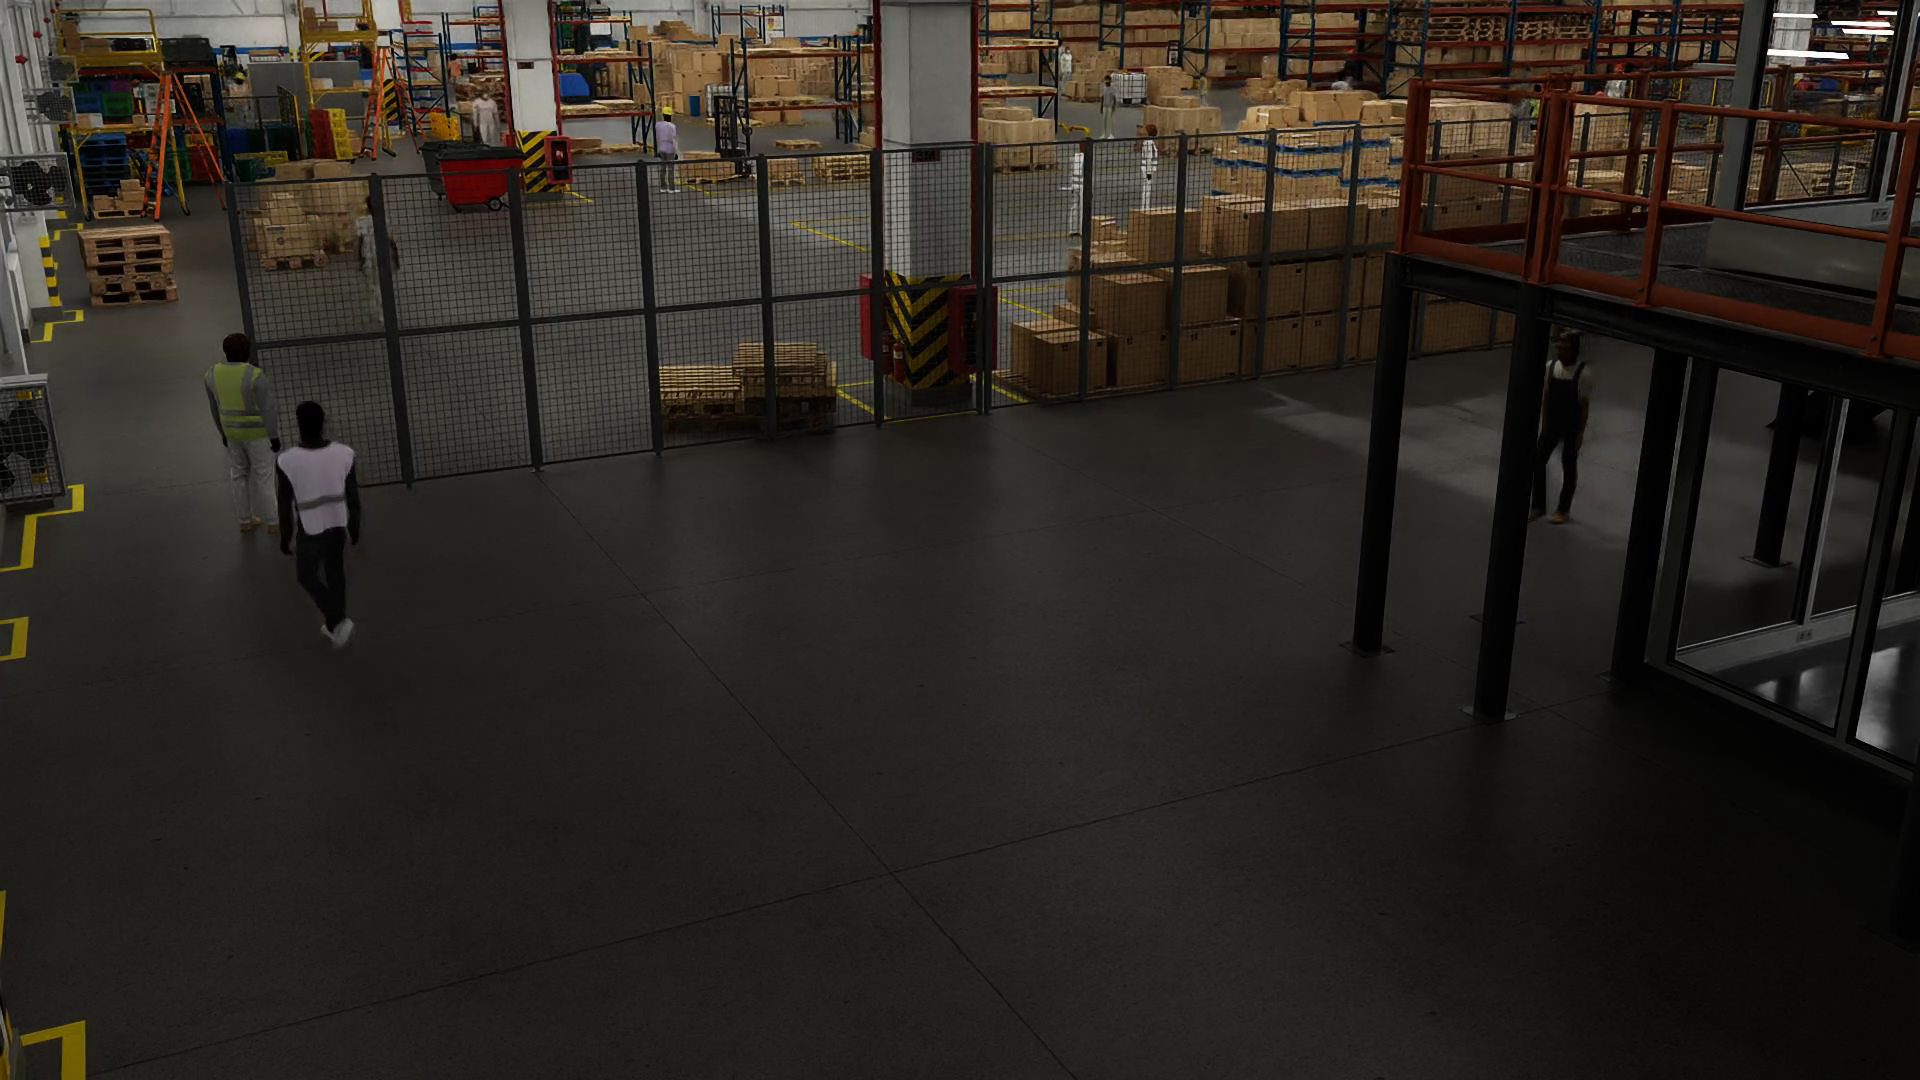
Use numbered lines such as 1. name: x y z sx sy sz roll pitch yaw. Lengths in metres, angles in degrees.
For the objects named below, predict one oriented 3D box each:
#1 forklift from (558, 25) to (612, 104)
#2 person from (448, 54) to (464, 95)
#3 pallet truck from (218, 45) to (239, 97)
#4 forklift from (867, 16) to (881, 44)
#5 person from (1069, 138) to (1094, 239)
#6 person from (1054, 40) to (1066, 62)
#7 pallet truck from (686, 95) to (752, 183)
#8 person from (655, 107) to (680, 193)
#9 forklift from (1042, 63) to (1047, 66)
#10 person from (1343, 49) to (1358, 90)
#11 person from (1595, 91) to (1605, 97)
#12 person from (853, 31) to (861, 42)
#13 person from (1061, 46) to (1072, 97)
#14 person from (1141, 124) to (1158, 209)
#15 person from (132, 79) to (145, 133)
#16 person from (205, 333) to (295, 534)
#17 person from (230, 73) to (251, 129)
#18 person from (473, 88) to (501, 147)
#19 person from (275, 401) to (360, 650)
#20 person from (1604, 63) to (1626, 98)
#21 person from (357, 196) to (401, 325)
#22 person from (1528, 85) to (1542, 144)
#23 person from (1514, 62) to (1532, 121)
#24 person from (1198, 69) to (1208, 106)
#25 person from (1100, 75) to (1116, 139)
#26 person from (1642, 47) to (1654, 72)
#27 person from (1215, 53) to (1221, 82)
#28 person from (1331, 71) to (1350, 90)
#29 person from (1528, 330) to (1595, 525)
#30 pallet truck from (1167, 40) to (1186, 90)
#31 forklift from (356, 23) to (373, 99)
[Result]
1. forklift: -14.229 -17.863 62.452 1.873 2.768 1.129 -9 21 -25
2. person: -19.941 -18.378 65.789 0.544 1.660 0.864 -1 19 -4
3. pallet truck: -28.879 -18.665 66.111 0.823 1.965 1.885 -3 19 -9
4. forklift: -3.723 -22.350 75.459 1.129 2.768 1.873 -9 21 -25
5. person: 2.300 -6.634 31.428 0.352 1.877 0.573 -15 24 -38
6. person: 4.704 -22.520 77.794 0.548 1.644 0.891 8 20 21
7. pallet truck: -5.836 -9.608 39.856 0.823 1.965 1.885 10 22 27
8. person: -6.639 -8.854 37.788 0.585 1.922 0.391 10 22 28
9. forklift: 4.769 -25.724 85.239 1.873 2.768 1.129 -9 21 -25
10. person: 14.782 -17.650 63.241 1.002 1.959 0.601 -9 21 -24
11. person: 16.158 -10.406 42.259 0.547 1.938 0.359 -4 19 -12
12. person: -5.183 -24.154 82.151 0.653 1.921 0.551 -11 22 -30
13. person: 4.229 -18.591 65.989 0.376 1.937 0.629 16 24 38
14. person: 3.902 -7.590 34.178 0.352 1.884 0.580 3 19 9
15. person: -25.386 -13.405 51.417 0.523 1.631 0.323 5 20 15
16. person: -6.410 -0.957 15.012 0.620 1.845 0.429 5 20 13
17. person: -21.755 -13.171 50.366 0.646 1.867 0.926 -15 24 -37
18. person: -12.383 -10.873 43.672 0.661 1.893 0.977 -10 21 -27
19. person: -4.751 -0.097 12.419 0.645 1.902 0.613 18 26 41
20. person: 21.034 -14.306 53.472 0.618 2.006 0.960 8 20 21
21. person: -8.366 -4.059 24.013 0.552 1.832 0.729 0 19 0
22. person: 16.652 -12.314 48.155 0.535 1.697 0.318 -15 24 -38
23. person: 18.893 -14.957 55.470 0.483 1.922 0.645 5 20 14
24. person: 8.309 -15.186 56.602 0.616 1.621 0.520 11 22 30
25. person: 4.424 -12.940 49.738 0.528 1.854 0.333 15 24 37
26. person: 28.658 -19.652 69.320 0.330 1.768 0.526 -10 21 -27
27. person: 11.470 -21.534 74.516 0.546 1.938 0.360 15 24 37
28. person: 11.566 -13.329 50.781 0.623 1.919 0.993 -7 20 -18
29. person: 5.478 -1.004 15.181 0.607 1.826 0.536 -16 25 -39
30. pallet truck: 9.045 -19.971 69.895 0.823 1.965 1.885 -3 19 -8
31. forklift: -23.081 -18.778 65.104 1.129 2.768 1.873 13 23 33
